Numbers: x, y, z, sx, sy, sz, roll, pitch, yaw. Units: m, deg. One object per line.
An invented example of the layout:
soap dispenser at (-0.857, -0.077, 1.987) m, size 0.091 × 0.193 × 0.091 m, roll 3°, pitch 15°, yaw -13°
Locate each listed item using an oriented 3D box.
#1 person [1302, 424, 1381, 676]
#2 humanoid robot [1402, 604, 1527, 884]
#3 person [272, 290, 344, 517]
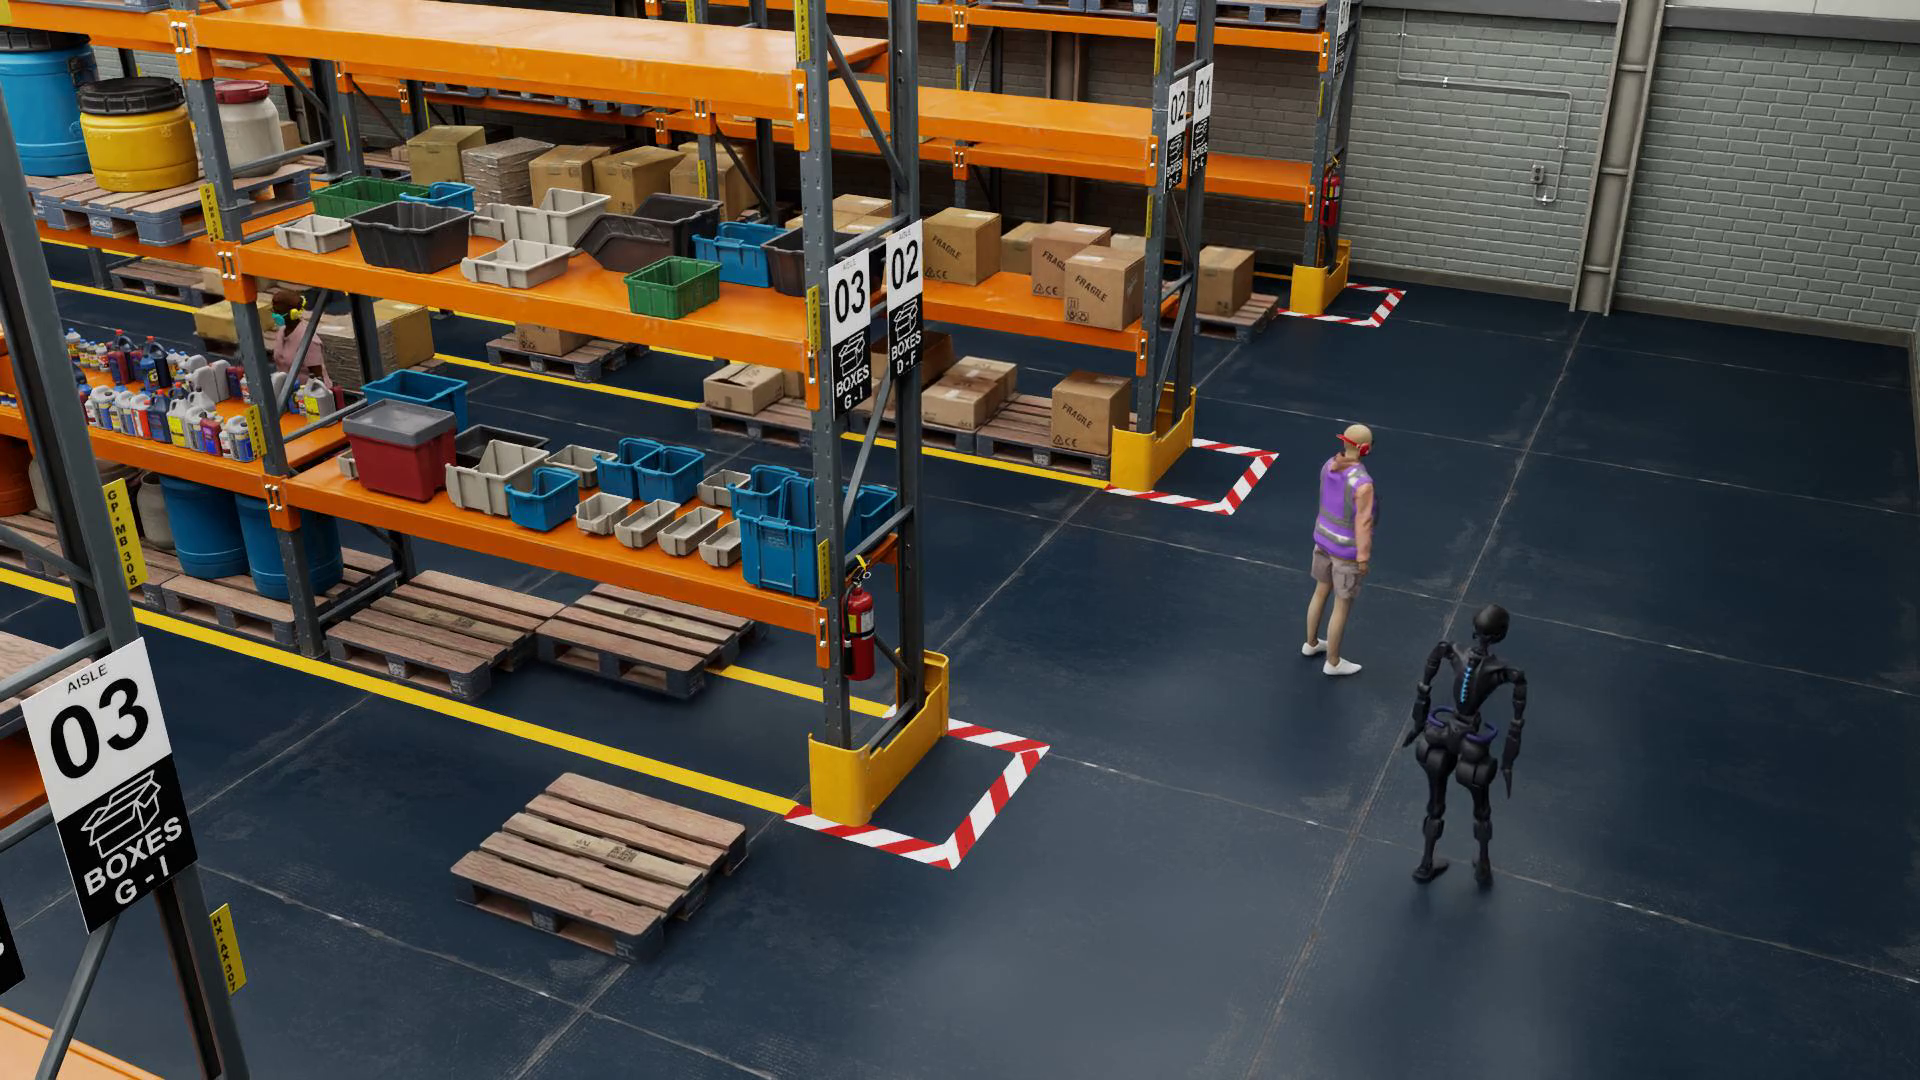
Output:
person at (2.429, 0.057, 10.589) m, size 0.346 × 1.688 × 0.489 m, roll -10°, pitch 28°, yaw -20°
humanoid robot at (2.600, 1.041, 8.610) m, size 0.609 × 1.651 × 0.407 m, roll 19°, pitch 32°, yaw 34°
person at (-4.979, -1.053, 12.724) m, size 0.511 × 1.795 × 0.337 m, roll 20°, pitch 32°, yaw 34°
